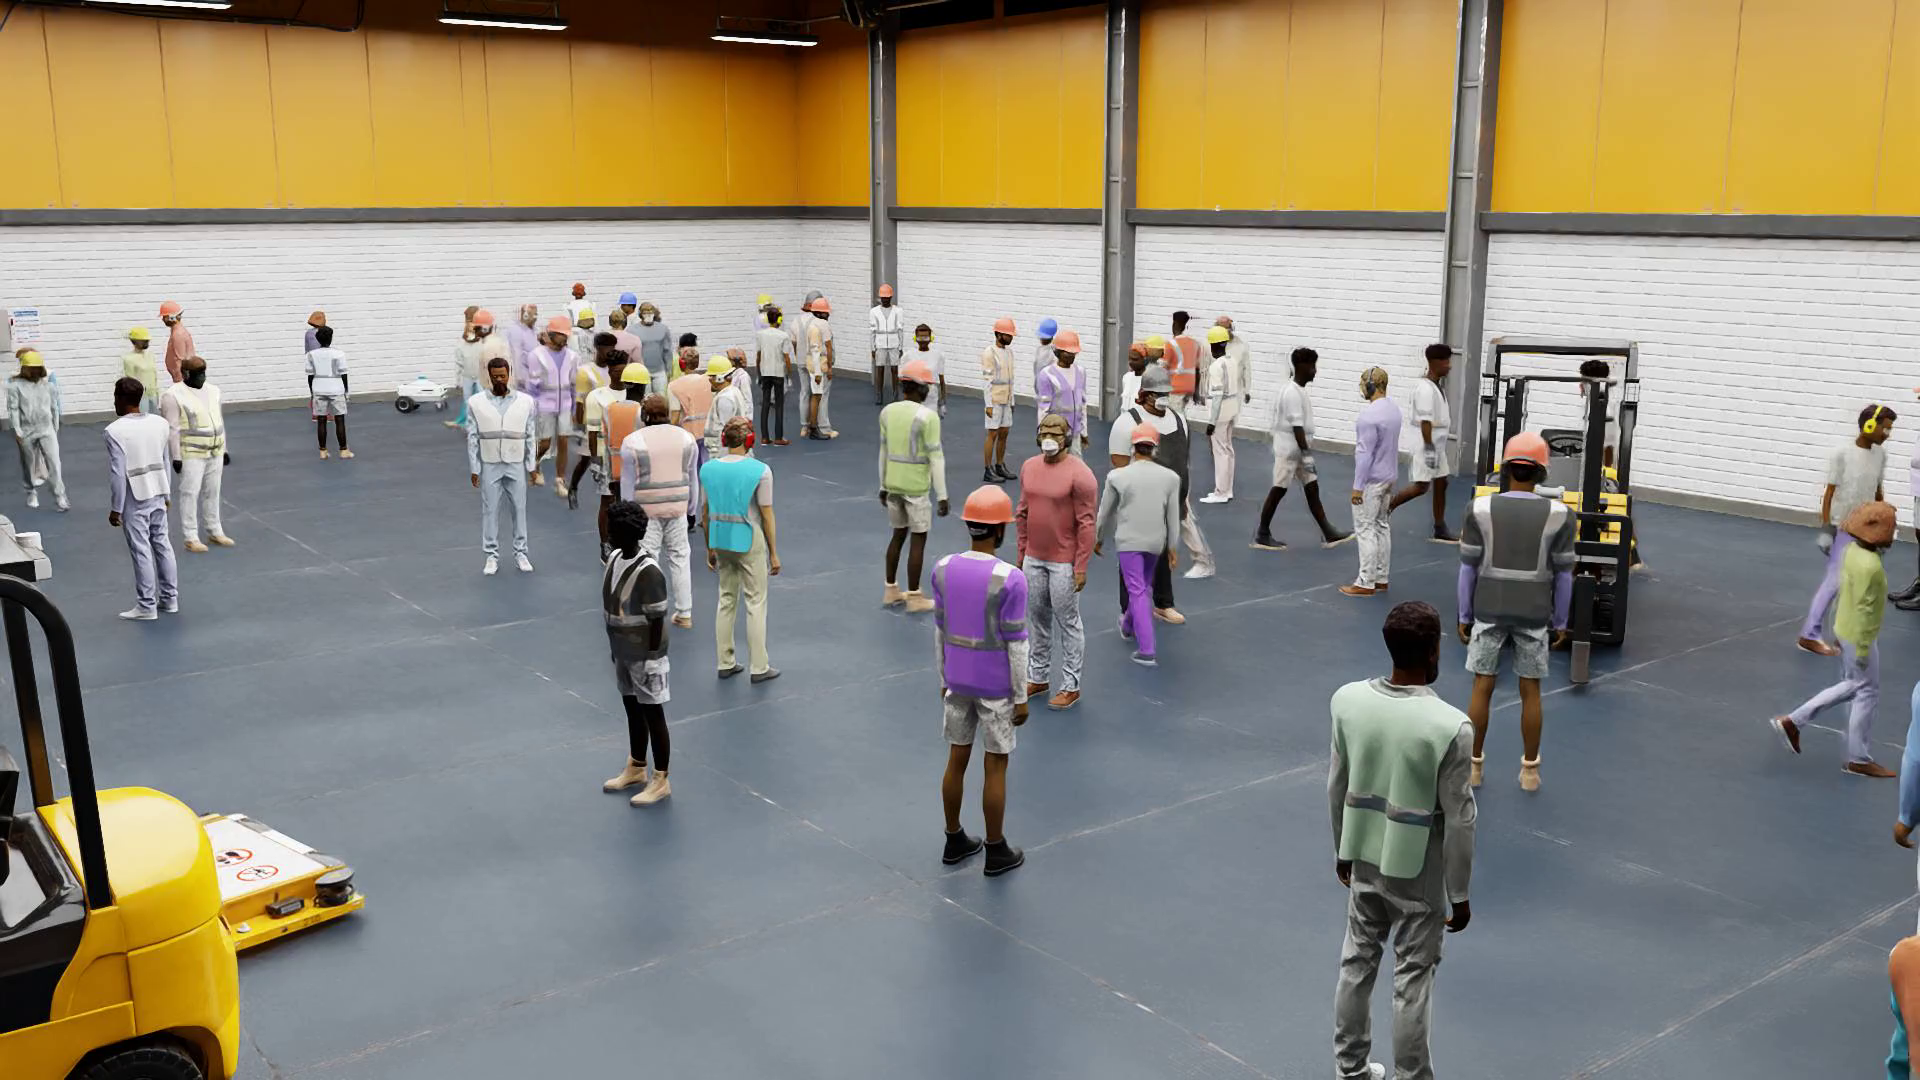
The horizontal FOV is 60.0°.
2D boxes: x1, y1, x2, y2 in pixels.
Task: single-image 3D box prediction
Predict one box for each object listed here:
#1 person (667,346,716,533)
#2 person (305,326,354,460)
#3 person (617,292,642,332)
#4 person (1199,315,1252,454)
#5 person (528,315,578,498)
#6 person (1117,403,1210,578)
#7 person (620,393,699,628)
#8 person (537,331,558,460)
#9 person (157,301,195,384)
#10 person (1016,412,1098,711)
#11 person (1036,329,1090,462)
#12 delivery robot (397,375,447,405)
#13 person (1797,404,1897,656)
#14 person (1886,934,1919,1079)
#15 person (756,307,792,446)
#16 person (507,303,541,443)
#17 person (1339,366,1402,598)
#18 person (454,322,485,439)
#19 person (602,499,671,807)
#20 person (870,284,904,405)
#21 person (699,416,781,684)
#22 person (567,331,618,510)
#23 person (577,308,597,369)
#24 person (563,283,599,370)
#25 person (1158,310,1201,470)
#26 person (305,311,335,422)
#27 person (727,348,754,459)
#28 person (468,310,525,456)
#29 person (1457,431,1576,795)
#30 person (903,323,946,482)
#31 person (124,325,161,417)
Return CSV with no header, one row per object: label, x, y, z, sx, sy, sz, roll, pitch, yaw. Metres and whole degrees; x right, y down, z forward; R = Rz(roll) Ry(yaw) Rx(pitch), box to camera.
person,-2.645,-0.990,16.481,0.389,1.850,0.566,11,16,41
person,-7.970,-1.852,21.013,0.530,1.697,0.321,0,12,1
person,-4.735,-2.598,24.005,0.388,1.949,0.602,-8,14,-33
person,3.292,-1.886,20.807,0.657,1.865,0.761,-2,12,-10
person,-4.550,-1.491,18.499,0.644,2.018,0.700,-10,15,-39
person,1.839,-0.518,14.641,0.836,1.675,0.514,1,12,6
person,-2.305,-0.211,12.761,0.623,1.835,0.429,-7,14,-31
person,-5.202,-1.836,21.098,0.324,1.631,0.521,7,14,31
person,-10.062,-2.082,21.451,0.409,1.980,0.625,-5,13,-21
person,0.605,0.134,10.838,0.629,1.940,0.372,11,16,43
person,1.038,-1.062,16.408,0.612,2.029,0.407,-10,15,-39
delivery robot,-8.317,-2.302,25.731,0.707,0.478,0.477,-1,12,-3
person,6.475,-0.061,12.067,0.541,1.838,0.403,-4,12,-17
person,2.581,1.582,4.032,0.749,1.879,0.621,-8,14,-34
person,-2.485,-2.179,22.220,0.533,1.855,0.346,4,12,18
person,-5.861,-2.248,22.483,0.465,1.889,0.663,4,12,19
person,3.448,-0.482,13.850,0.376,1.928,0.636,8,14,35
person,-6.651,-2.171,22.771,0.541,1.608,0.561,-1,12,-6
person,-1.774,0.609,9.120,0.322,1.699,0.536,-9,14,-36
person,-1.164,-3.101,26.499,0.539,1.929,0.387,0,12,-1
person,-1.518,0.073,11.392,0.576,1.832,0.393,6,13,27
person,-3.801,-1.242,17.523,0.906,1.931,0.664,8,14,33
person,-5.275,-2.422,23.652,0.287,1.746,0.488,-1,12,-4
person,-6.307,-3.334,27.720,0.572,1.883,0.354,-3,12,-16
person,2.596,-1.836,20.343,0.672,1.932,0.651,11,16,42
person,-9.463,-2.567,24.617,0.507,1.632,0.282,7,14,31
person,-2.470,-1.334,18.653,0.311,1.638,0.523,-5,13,-24
person,-5.582,-1.775,19.971,0.528,1.977,0.609,0,12,0
person,3.095,0.402,9.330,0.608,2.031,0.435,4,12,19
person,-0.413,-1.593,19.374,0.506,1.864,0.331,0,12,2
person,-10.099,-1.770,20.490,0.594,1.751,0.535,3,12,12
